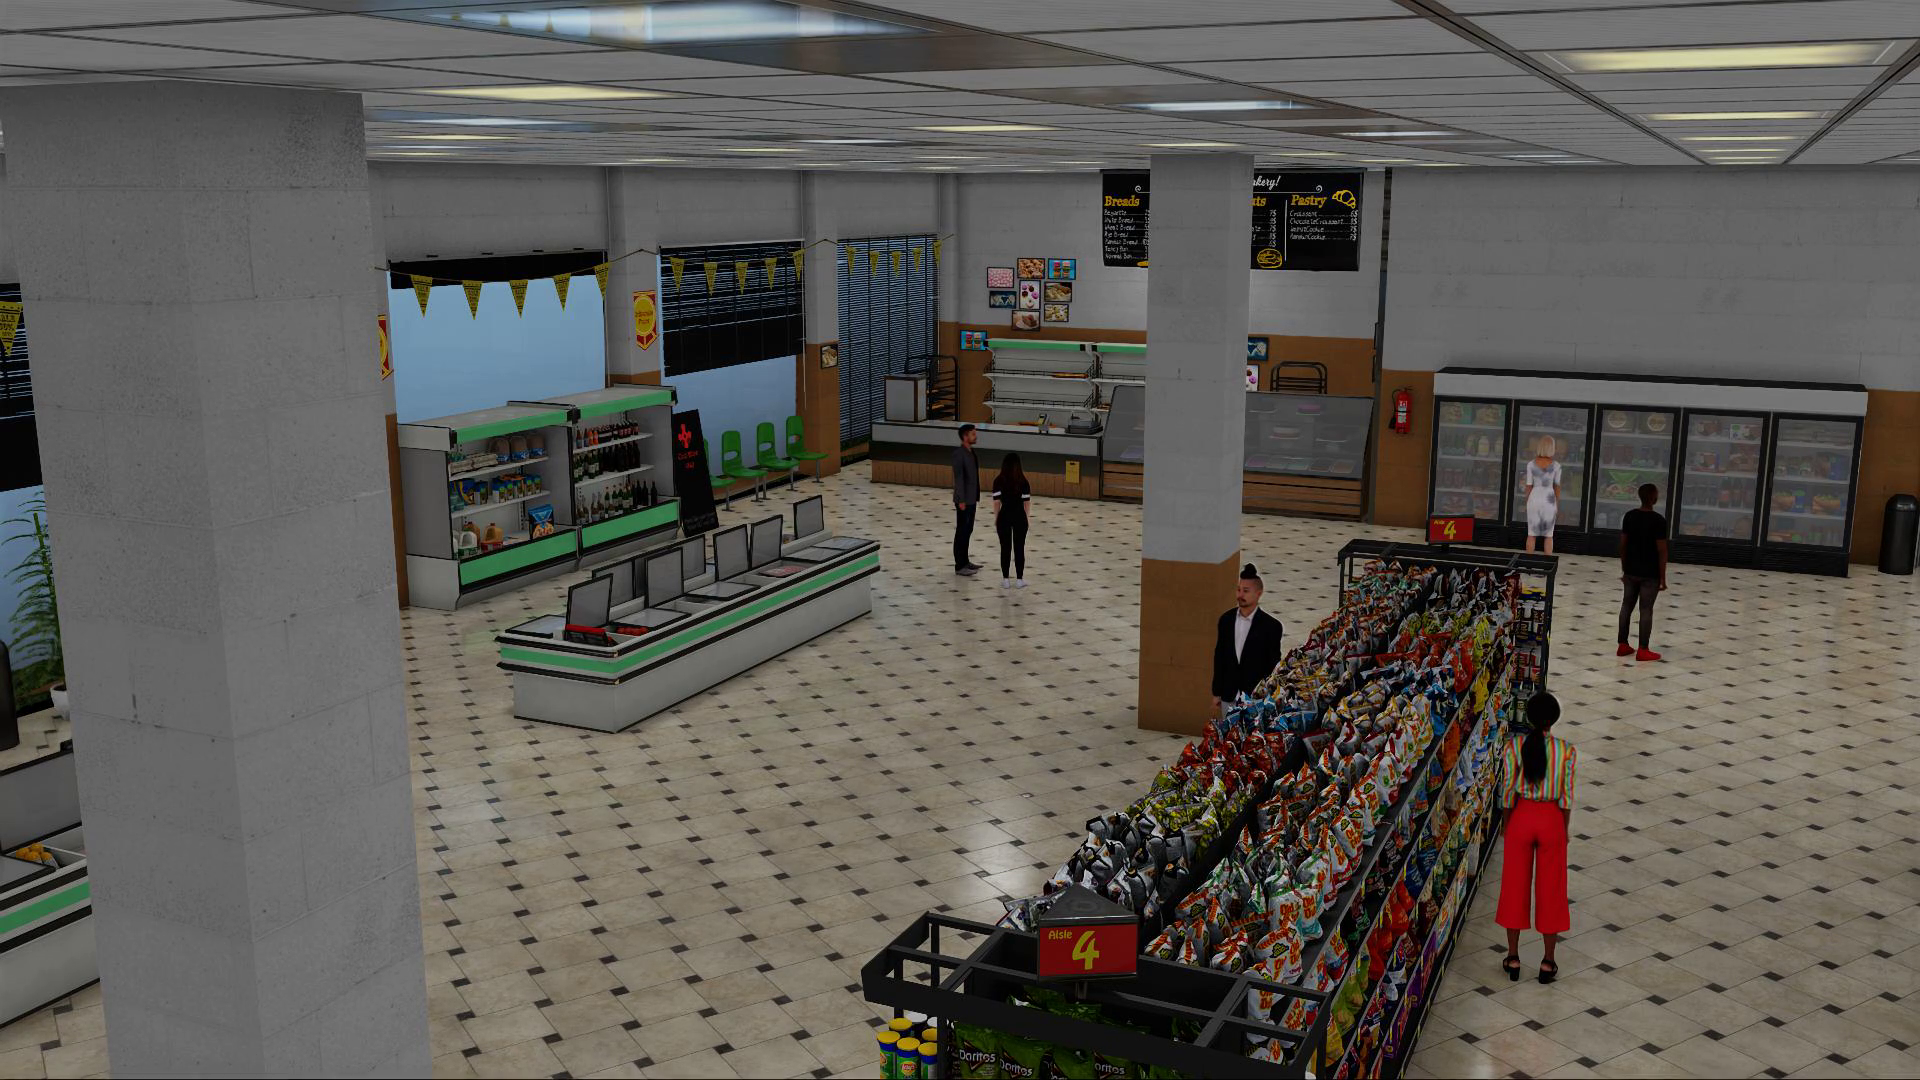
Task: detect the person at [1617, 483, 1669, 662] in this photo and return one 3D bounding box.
[{"bbox_3d":[6.912,0.315,16.867,0.705,1.806,0.717,-8,15,-35],"label":"person"}]

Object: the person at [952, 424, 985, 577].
[{"bbox_3d":[0.072,-0.517,20.654,0.778,1.874,0.594,3,12,15],"label":"person"}]

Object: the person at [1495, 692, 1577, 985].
[{"bbox_3d":[3.445,1.775,9.964,0.625,1.792,0.552,4,13,18],"label":"person"}]

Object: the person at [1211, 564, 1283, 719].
[{"bbox_3d":[2.184,1.136,12.618,0.769,1.950,0.684,10,15,39],"label":"person"}]

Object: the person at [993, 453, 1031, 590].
[{"bbox_3d":[0.621,-0.239,19.906,0.672,1.638,0.674,2,12,8],"label":"person"}]

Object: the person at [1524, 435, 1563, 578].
[{"bbox_3d":[7.188,-0.427,20.521,0.554,1.751,0.489,5,13,24],"label":"person"}]
